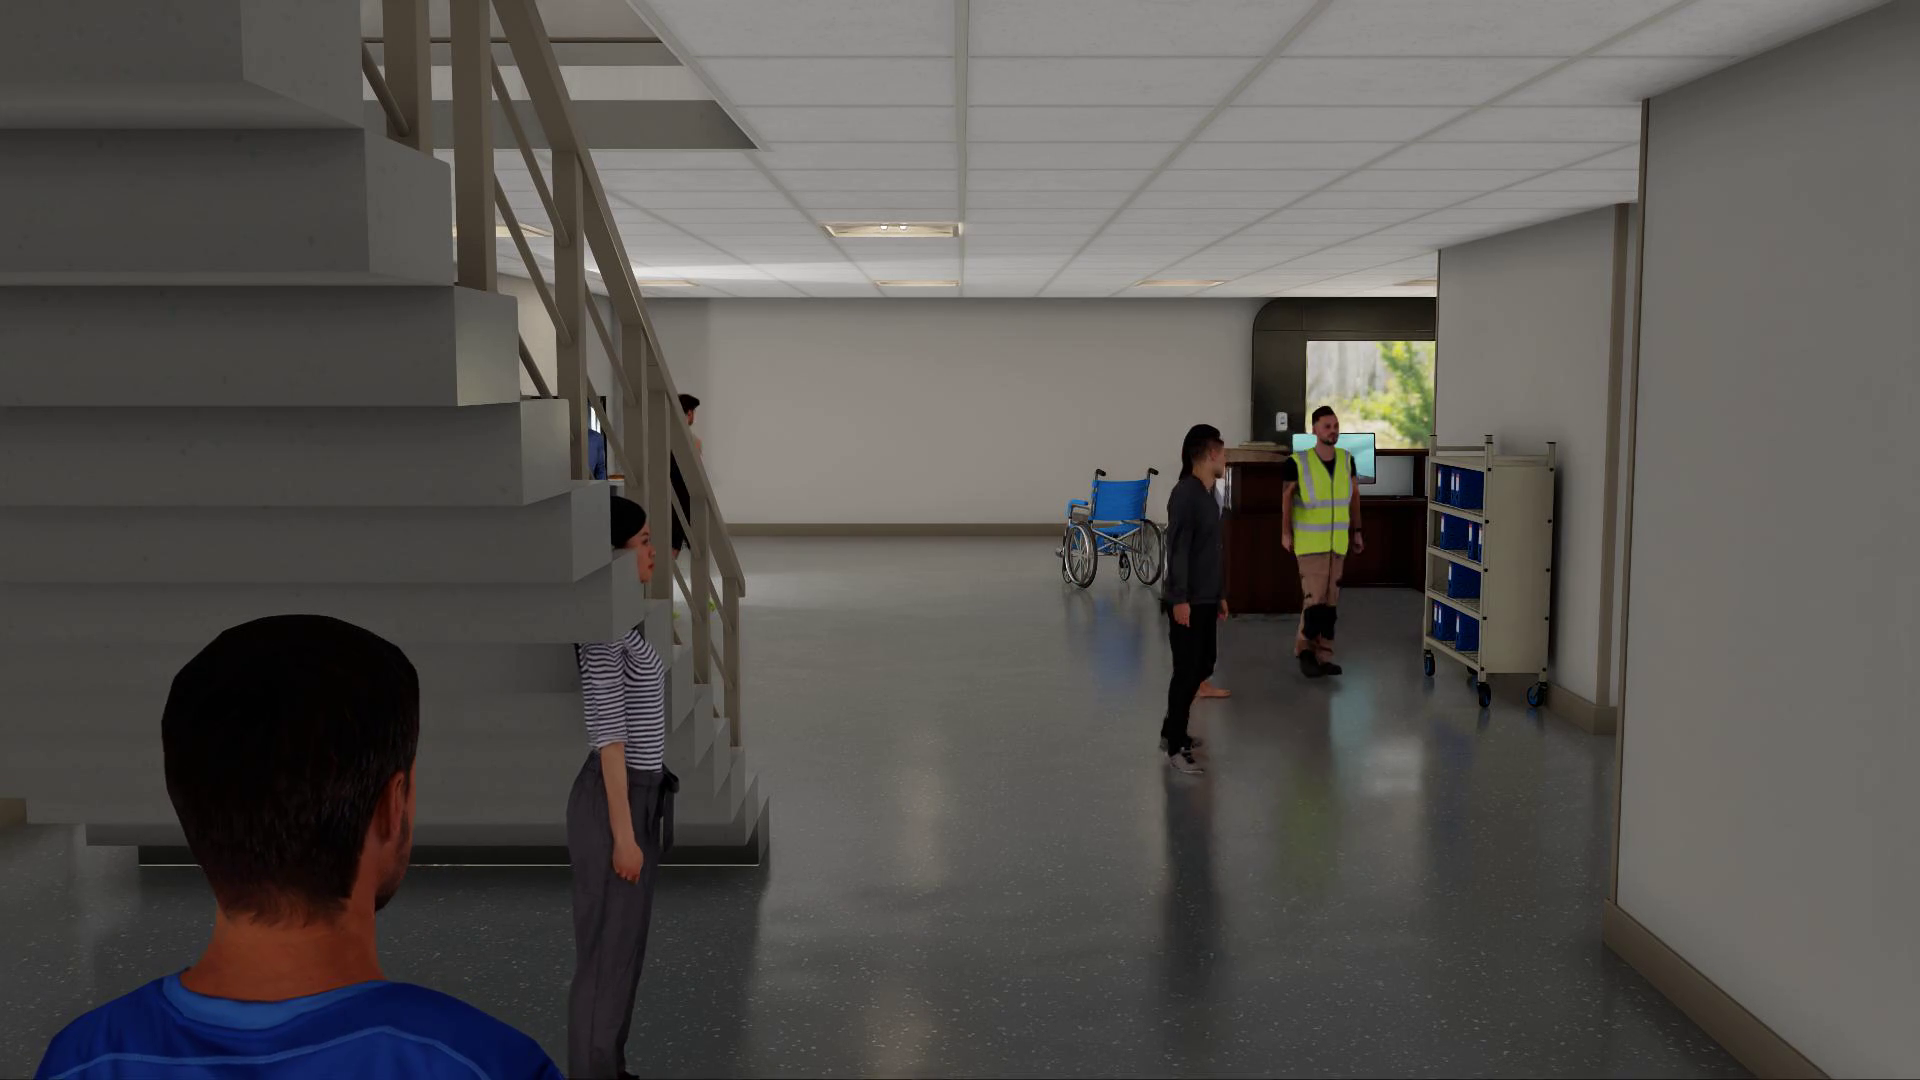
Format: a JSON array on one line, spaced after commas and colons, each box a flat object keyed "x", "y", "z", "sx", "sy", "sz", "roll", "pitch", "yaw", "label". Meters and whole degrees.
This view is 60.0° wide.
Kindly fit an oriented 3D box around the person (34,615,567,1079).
[{"x": -0.505, "y": 0.989, "z": 1.341, "sx": 0.628, "sy": 1.868, "sz": 0.585, "roll": 1, "pitch": 6, "yaw": 6, "label": "person"}]

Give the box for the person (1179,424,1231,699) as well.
[{"x": 1.531, "y": 0.124, "z": 10.619, "sx": 0.701, "sy": 1.734, "sz": 0.544, "roll": -2, "pitch": 6, "yaw": -17, "label": "person"}]

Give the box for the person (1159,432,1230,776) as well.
[{"x": 1.198, "y": 0.315, "z": 8.663, "sx": 0.887, "sy": 1.745, "sz": 0.727, "roll": 5, "pitch": 8, "yaw": 41, "label": "person"}]

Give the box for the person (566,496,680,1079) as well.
[{"x": -0.943, "y": 0.743, "z": 4.472, "sx": 0.672, "sy": 1.732, "sz": 0.474, "roll": 0, "pitch": 6, "yaw": -5, "label": "person"}]

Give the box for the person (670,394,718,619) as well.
[{"x": -2.361, "y": -0.240, "z": 13.653, "sx": 0.967, "sy": 1.851, "sz": 1.177, "roll": 3, "pitch": 6, "yaw": 27, "label": "person"}]

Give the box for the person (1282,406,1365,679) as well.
[{"x": 2.413, "y": 0.013, "z": 11.230, "sx": 0.833, "sy": 1.832, "sz": 0.900, "roll": -2, "pitch": 6, "yaw": -21, "label": "person"}]
